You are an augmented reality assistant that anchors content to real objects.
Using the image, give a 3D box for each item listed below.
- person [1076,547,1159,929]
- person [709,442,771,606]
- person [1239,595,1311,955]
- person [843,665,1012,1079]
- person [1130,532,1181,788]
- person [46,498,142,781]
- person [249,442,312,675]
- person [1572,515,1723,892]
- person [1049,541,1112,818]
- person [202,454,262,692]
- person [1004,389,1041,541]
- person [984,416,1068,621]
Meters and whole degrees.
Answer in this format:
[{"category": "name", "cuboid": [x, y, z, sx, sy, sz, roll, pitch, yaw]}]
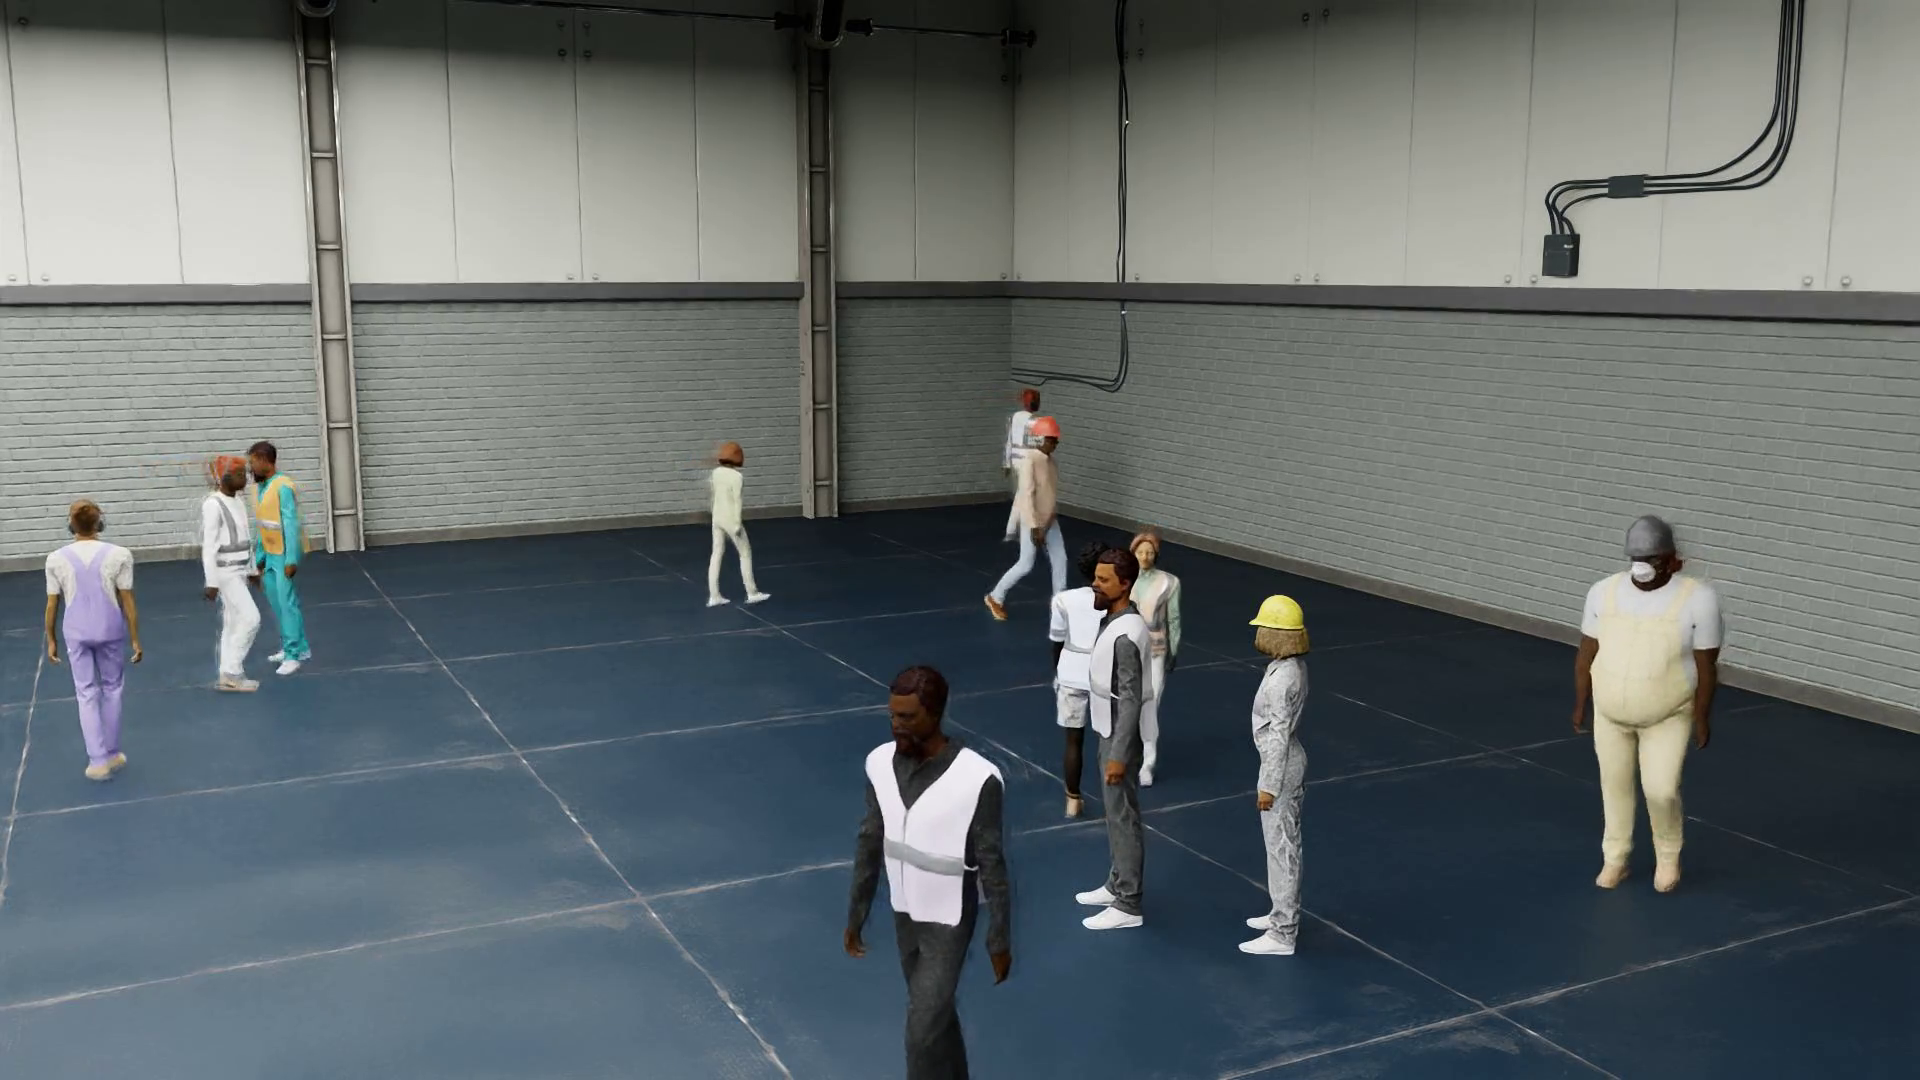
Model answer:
[{"category": "person", "cuboid": [0.799, 0.983, 8.342, 0.386, 1.921, 0.595, 0, 9, 0]}, {"category": "person", "cuboid": [-2.205, -0.165, 16.372, 0.502, 1.603, 0.720, 8, 12, 42]}, {"category": "person", "cuboid": [1.522, 1.124, 8.021, 0.294, 1.744, 0.487, 3, 10, 18]}, {"category": "person", "cuboid": [-0.186, 1.385, 5.927, 0.633, 1.889, 0.794, 8, 12, 42]}, {"category": "person", "cuboid": [1.167, 0.742, 10.845, 0.521, 1.599, 0.795, 3, 10, 16]}, {"category": "person", "cuboid": [-5.590, 0.636, 10.744, 0.539, 1.835, 0.517, -4, 10, -21]}, {"category": "person", "cuboid": [-5.555, 0.135, 13.699, 0.443, 1.886, 0.681, -8, 12, -42]}, {"category": "person", "cuboid": [3.570, 0.858, 8.745, 0.701, 2.000, 0.538, 8, 12, 41]}, {"category": "person", "cuboid": [0.793, 0.844, 9.904, 0.542, 1.691, 0.315, 4, 10, 22]}, {"category": "person", "cuboid": [-5.600, 0.268, 12.904, 0.496, 1.866, 0.600, -1, 9, -5]}, {"category": "person", "cuboid": [0.906, -0.918, 20.294, 0.938, 1.843, 0.593, -6, 11, -34]}, {"category": "person", "cuboid": [0.685, -0.176, 15.384, 0.933, 1.961, 0.614, 7, 11, 36]}]
